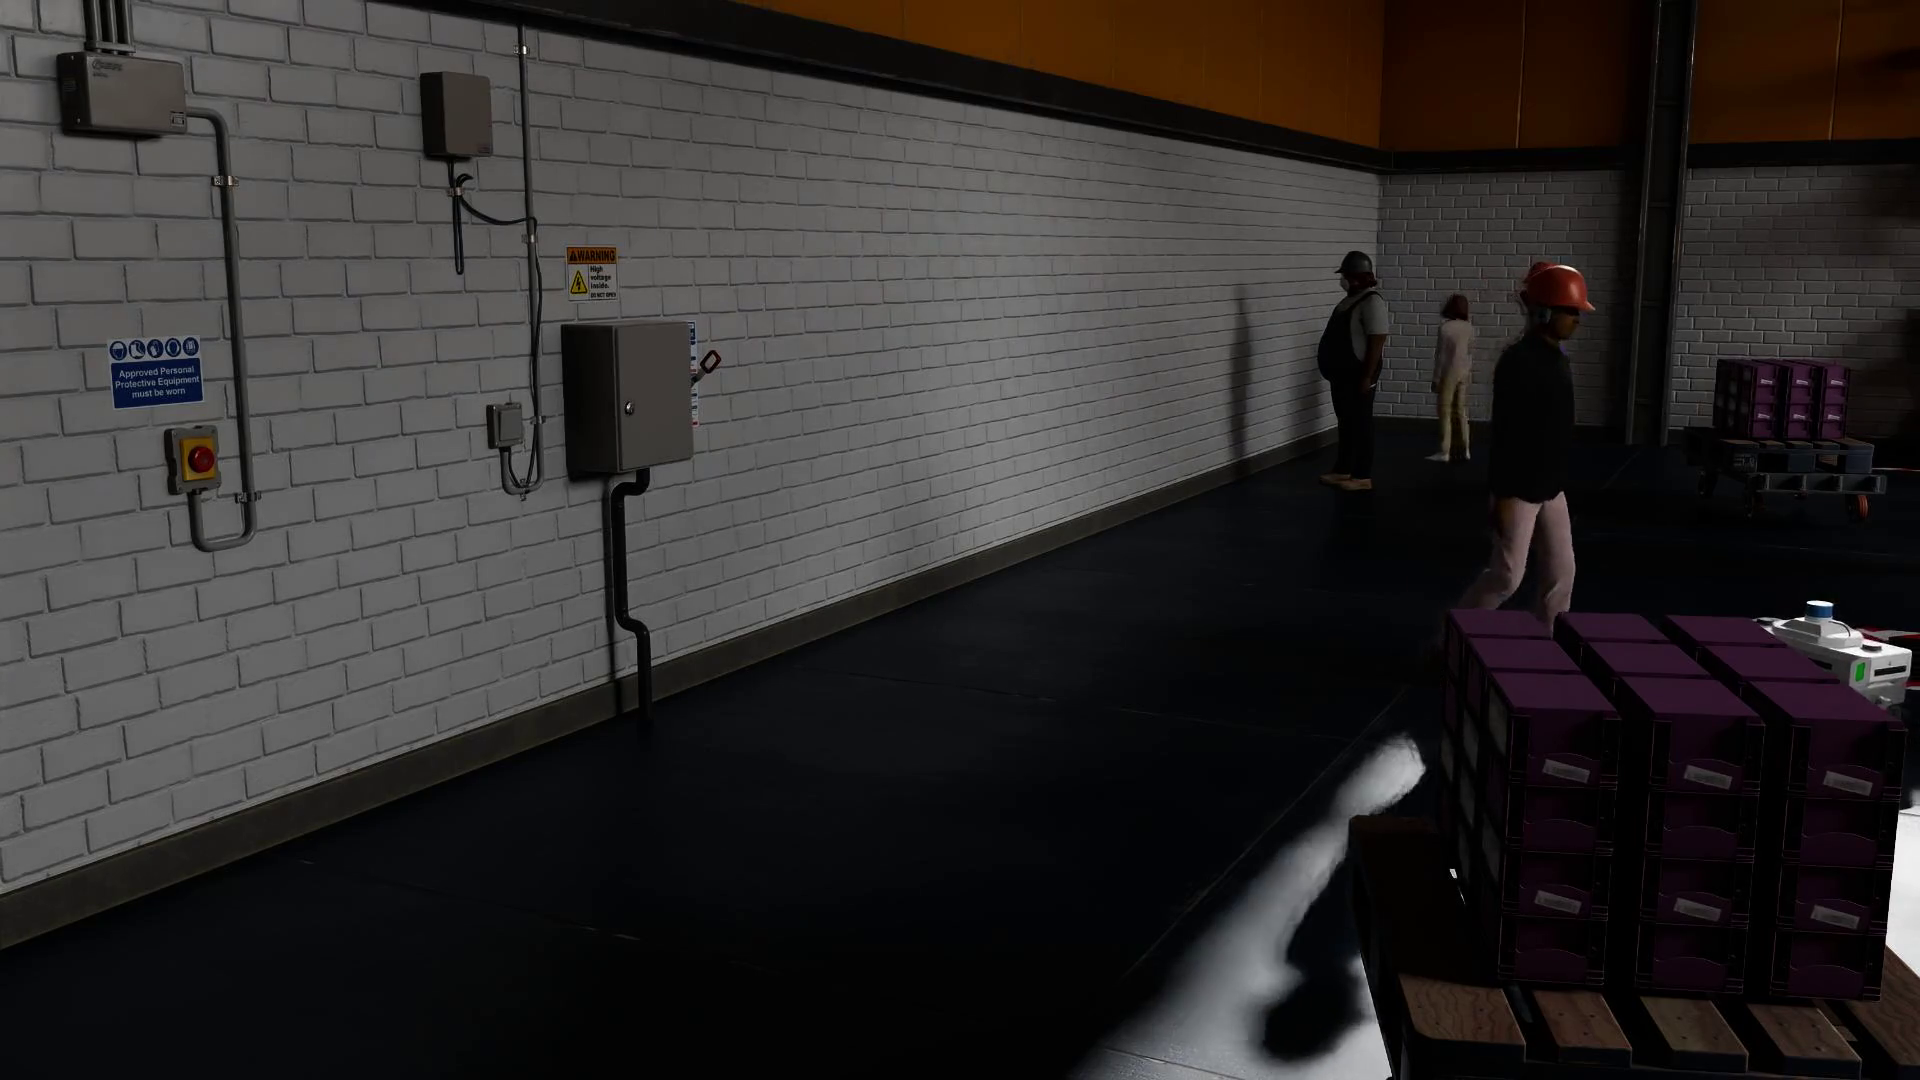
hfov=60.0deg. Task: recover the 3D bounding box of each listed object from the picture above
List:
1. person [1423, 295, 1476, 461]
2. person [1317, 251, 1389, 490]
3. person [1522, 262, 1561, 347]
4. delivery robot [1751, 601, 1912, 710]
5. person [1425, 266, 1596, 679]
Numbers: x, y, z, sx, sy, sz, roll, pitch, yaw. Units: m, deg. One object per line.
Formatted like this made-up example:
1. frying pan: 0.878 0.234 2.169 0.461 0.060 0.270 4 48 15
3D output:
1. person: 4.792 -1.560 16.156 0.538 1.610 0.366 -7 12 -34
2. person: 3.339 -1.452 14.282 0.535 2.000 0.674 -2 10 -10
3. person: 5.271 -1.558 15.192 0.369 1.935 0.552 7 12 36
4. delivery robot: 3.601 0.501 7.001 0.477 0.478 0.707 -4 11 -23
5. person: 2.541 -0.248 7.520 0.795 1.970 0.636 9 13 41
